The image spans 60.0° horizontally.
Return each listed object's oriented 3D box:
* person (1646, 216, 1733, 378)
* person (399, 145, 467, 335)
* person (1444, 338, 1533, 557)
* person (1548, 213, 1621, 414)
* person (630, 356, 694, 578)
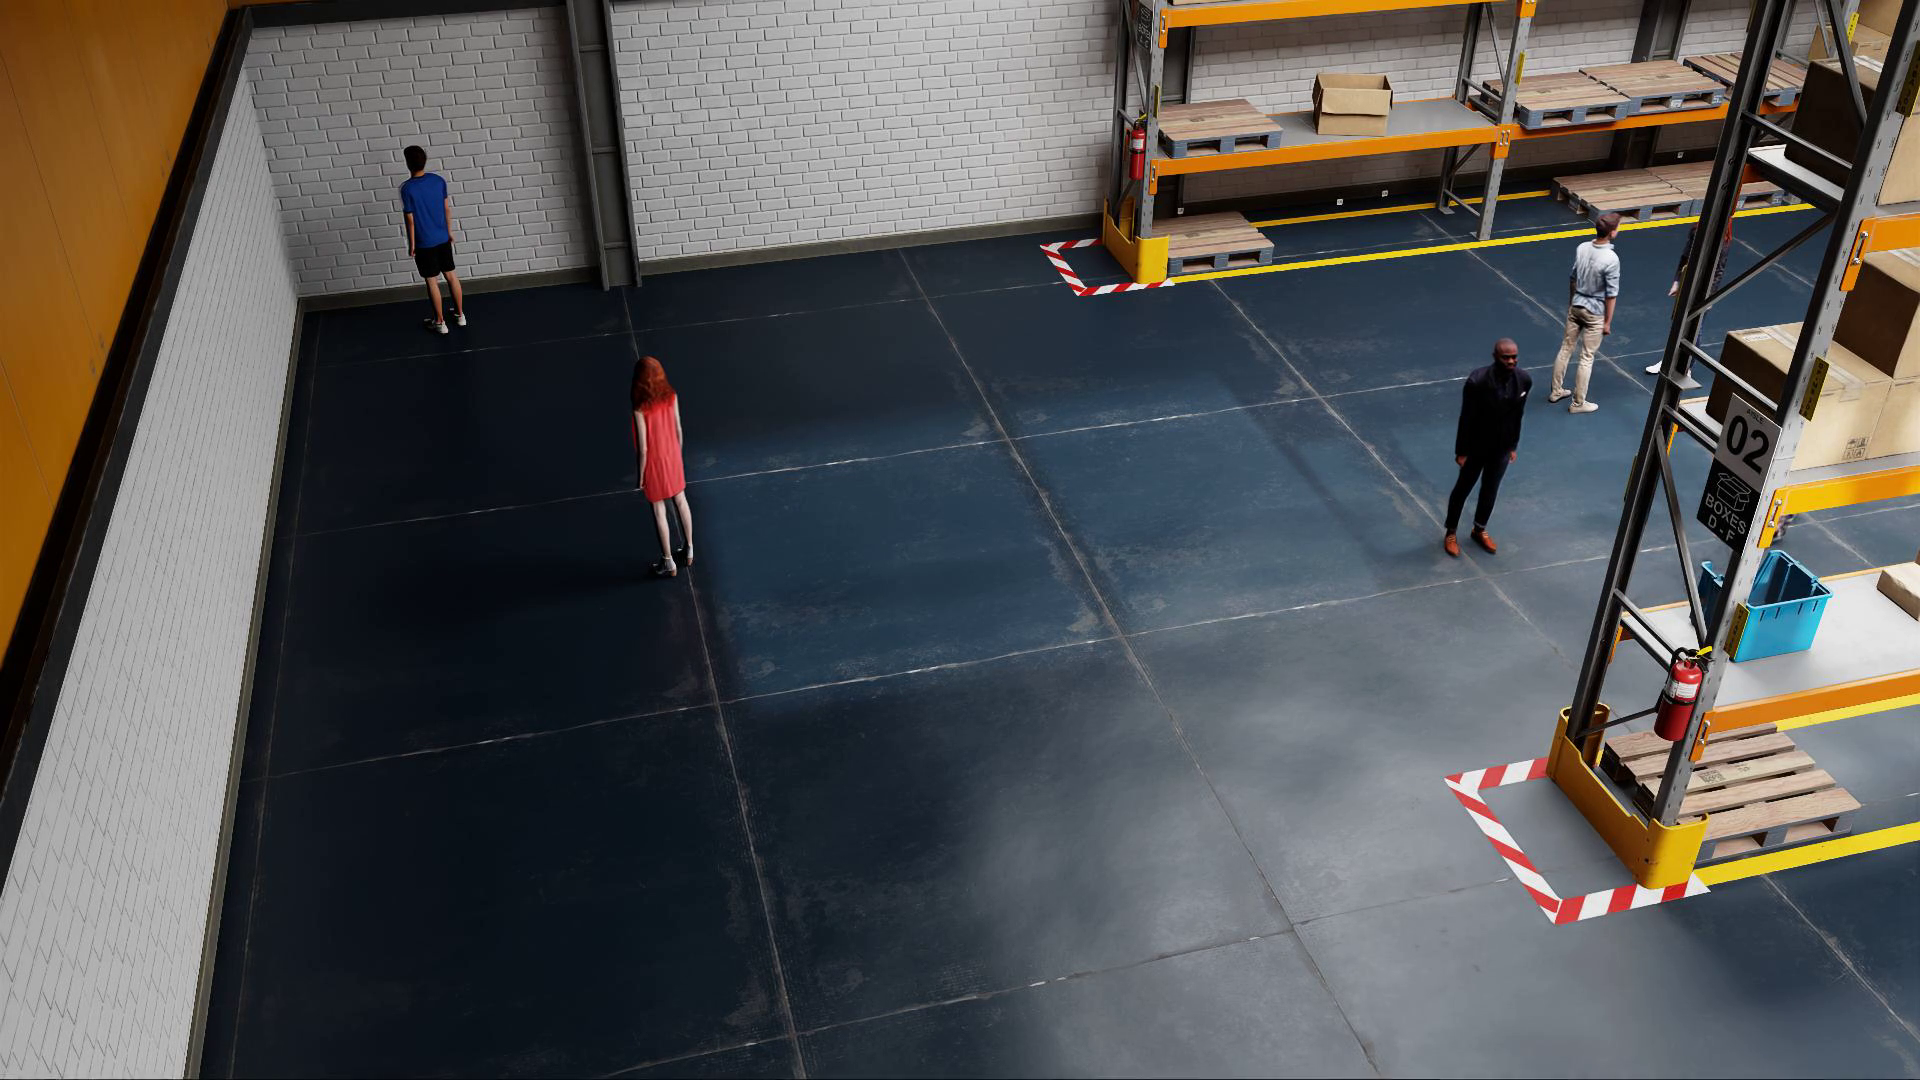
[{"bbox_3d":[6.720,-2.287,15.190,0.631,1.787,0.641,-20,38,-27],"label":"person"},{"bbox_3d":[-5.111,-2.918,16.068,0.799,1.866,0.700,26,42,33],"label":"person"},{"bbox_3d":[4.060,-0.733,12.824,0.538,1.819,0.753,-7,34,-10],"label":"person"},{"bbox_3d":[5.567,-2.025,14.742,0.635,1.847,0.695,-17,37,-23],"label":"person"},{"bbox_3d":[-2.252,-0.553,12.546,0.738,1.826,0.638,25,41,32],"label":"person"}]
